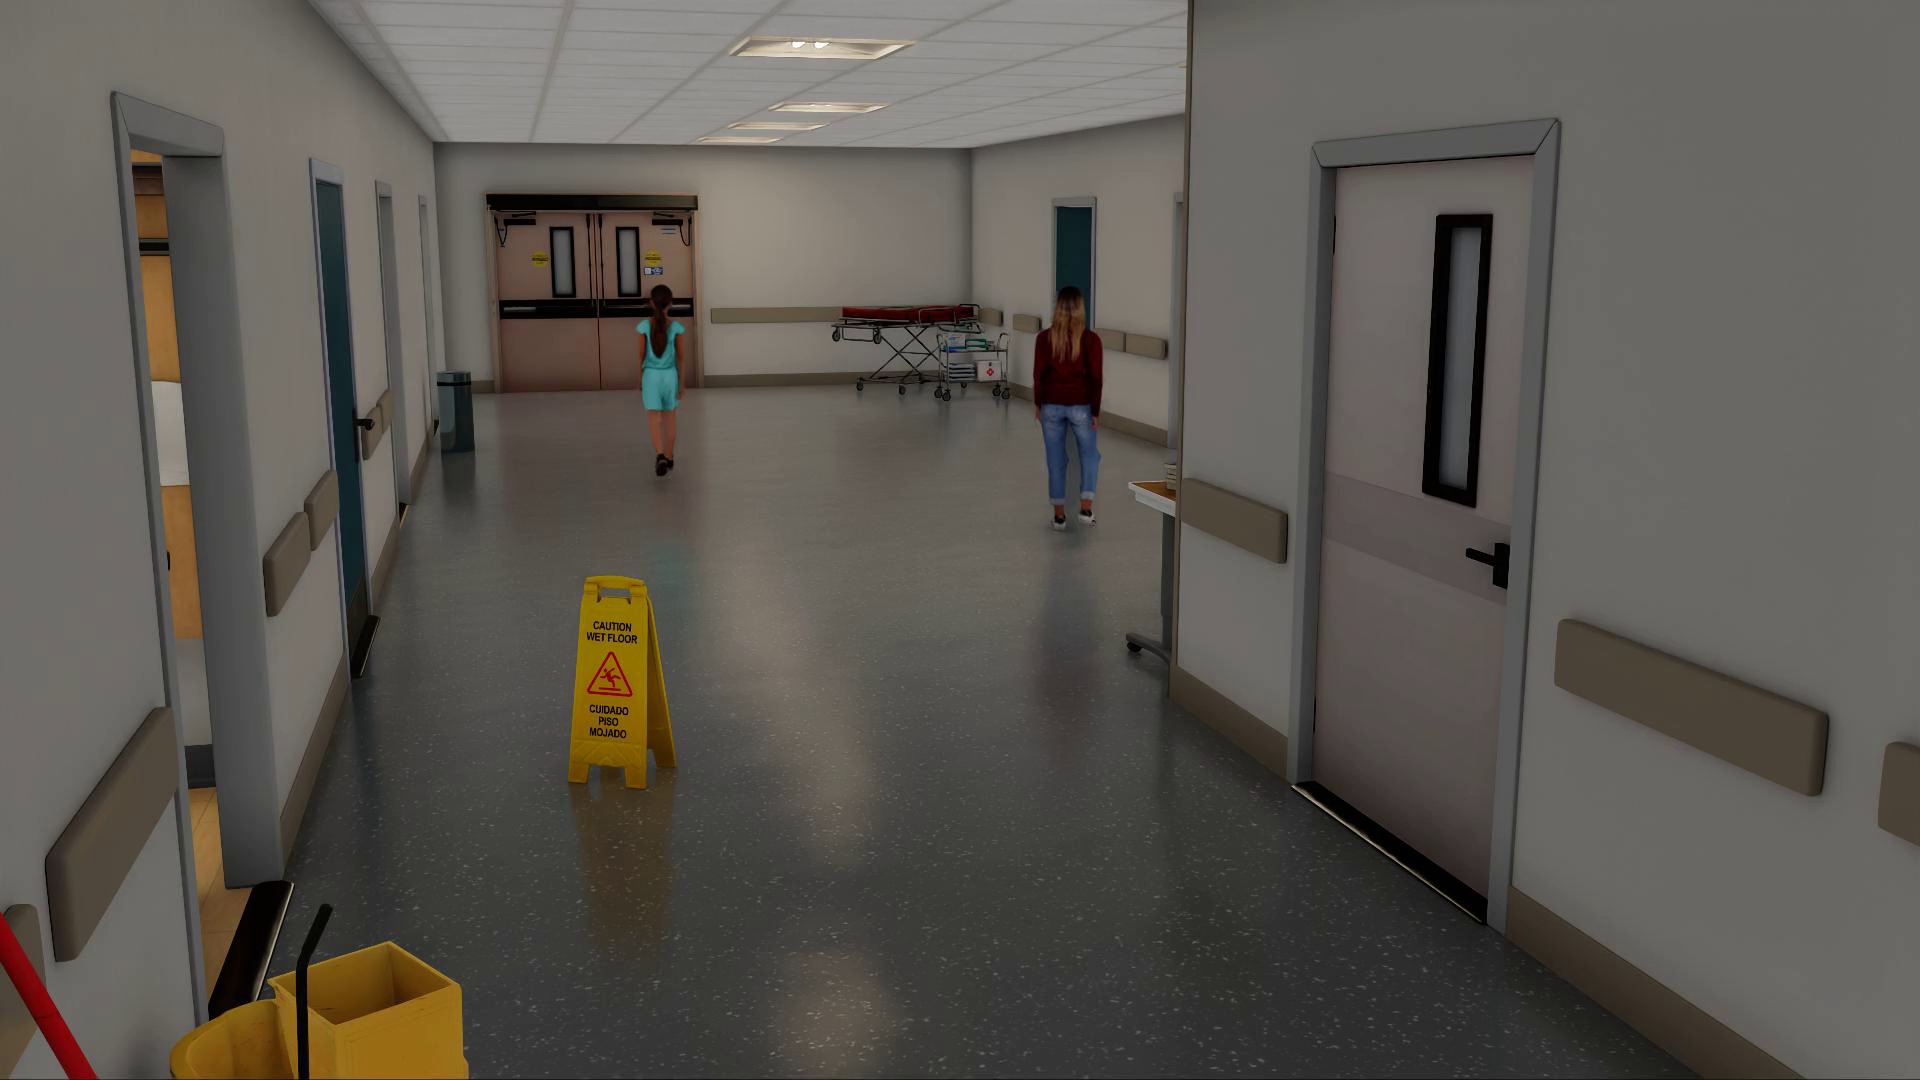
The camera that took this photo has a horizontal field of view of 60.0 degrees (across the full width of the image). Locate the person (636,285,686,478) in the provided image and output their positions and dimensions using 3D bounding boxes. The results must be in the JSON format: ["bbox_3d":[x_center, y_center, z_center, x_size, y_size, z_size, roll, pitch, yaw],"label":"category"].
[{"bbox_3d":[-2.424,-1.266,13.435,0.548,1.530,1.014,-3,11,-14],"label":"person"}]

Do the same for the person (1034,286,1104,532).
[{"bbox_3d":[0.706,-0.856,11.018,0.692,1.627,0.689,1,11,6],"label":"person"}]
